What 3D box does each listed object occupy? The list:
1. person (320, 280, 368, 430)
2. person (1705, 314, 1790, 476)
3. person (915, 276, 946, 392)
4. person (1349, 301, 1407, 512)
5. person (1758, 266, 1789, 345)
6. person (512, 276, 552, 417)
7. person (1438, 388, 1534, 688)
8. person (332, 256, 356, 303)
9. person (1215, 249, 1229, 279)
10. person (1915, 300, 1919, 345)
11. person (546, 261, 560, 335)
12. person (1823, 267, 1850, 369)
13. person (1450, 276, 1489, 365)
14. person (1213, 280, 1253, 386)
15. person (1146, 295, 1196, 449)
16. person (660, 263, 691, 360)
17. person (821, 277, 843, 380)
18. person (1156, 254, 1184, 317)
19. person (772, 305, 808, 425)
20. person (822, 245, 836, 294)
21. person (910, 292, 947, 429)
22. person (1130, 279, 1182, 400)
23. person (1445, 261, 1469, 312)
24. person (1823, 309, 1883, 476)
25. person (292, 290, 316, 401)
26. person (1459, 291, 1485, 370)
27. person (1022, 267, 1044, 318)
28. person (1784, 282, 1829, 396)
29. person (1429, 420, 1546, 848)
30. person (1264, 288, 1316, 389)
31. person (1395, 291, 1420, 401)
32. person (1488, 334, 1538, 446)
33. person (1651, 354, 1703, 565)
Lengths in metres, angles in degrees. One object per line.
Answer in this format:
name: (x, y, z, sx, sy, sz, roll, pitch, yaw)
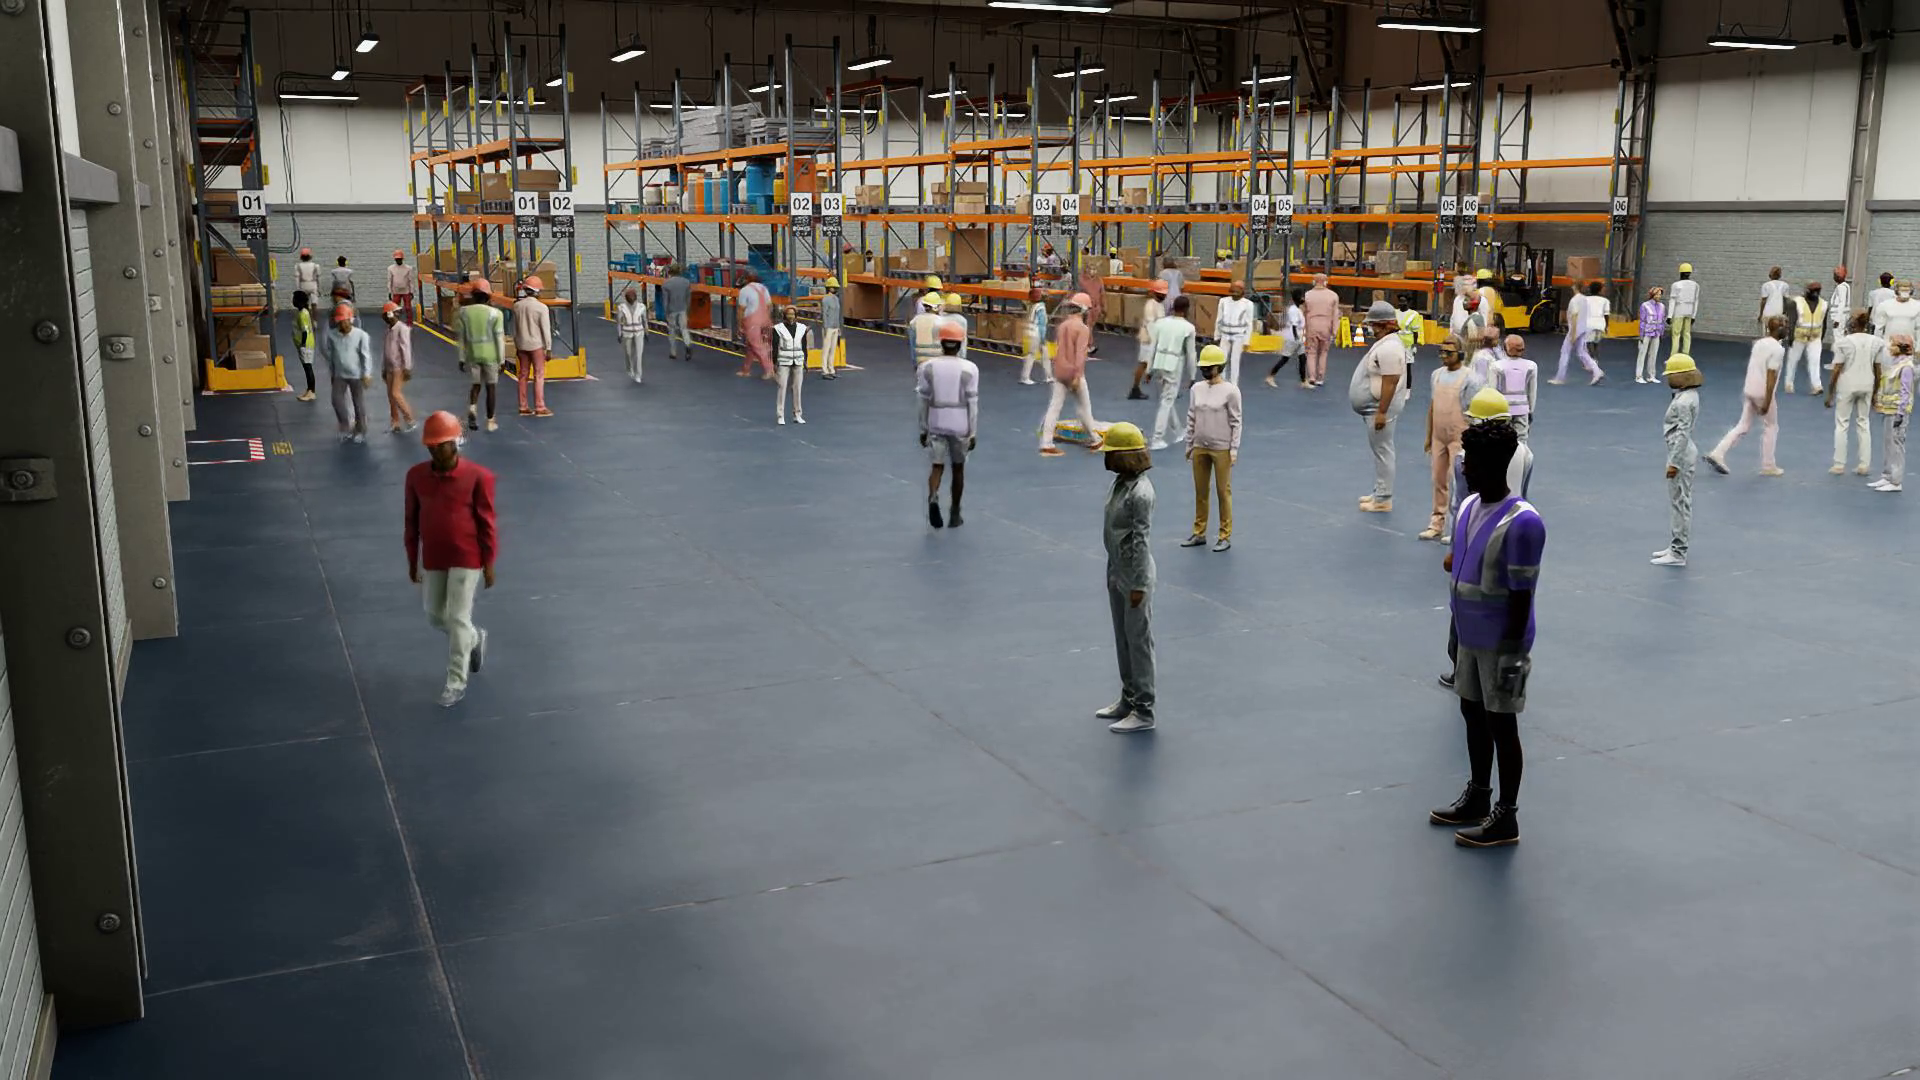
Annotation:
person: (-8.296, -2.520, 22.336, 0.534, 2.000, 0.768, -2, 11, -10)
person: (8.655, -1.574, 18.172, 0.877, 1.801, 0.517, -2, 11, -11)
person: (-0.387, -3.228, 26.354, 0.981, 1.872, 0.611, 9, 14, 39)
person: (4.044, -1.300, 16.139, 0.535, 2.000, 0.688, 3, 12, 15)
person: (15.781, -4.381, 32.295, 0.517, 1.843, 0.325, 1, 11, 3)
person: (-6.057, -2.741, 23.628, 0.623, 1.981, 0.418, 5, 12, 23)
person: (3.157, 0.000, 10.055, 0.586, 1.835, 0.403, -7, 13, -30)
person: (-14.723, -5.855, 39.742, 0.524, 1.863, 0.312, -2, 11, -11)
person: (7.741, -7.691, 49.222, 0.473, 1.798, 0.635, 7, 13, 33)
person: (15.606, -3.262, 26.602, 0.607, 1.843, 0.698, 1, 11, 6)
person: (-9.687, -5.710, 39.314, 0.493, 1.741, 0.310, 4, 12, 21)
person: (16.229, -4.092, 30.725, 0.362, 1.886, 0.575, 7, 13, 30)
person: (7.816, -3.116, 25.712, 0.409, 1.906, 0.651, -8, 13, -34)
person: (4.205, -3.104, 25.776, 0.661, 1.855, 0.491, 6, 13, 30)
person: (2.681, -2.075, 20.506, 0.955, 1.867, 0.605, -10, 15, -41)
person: (-5.522, -4.457, 32.520, 0.632, 1.920, 0.844, -6, 12, -26)
person: (-2.225, -3.676, 28.913, 0.328, 1.769, 0.526, 5, 12, 24)
person: (4.414, -5.124, 35.572, 0.705, 2.000, 1.005, -5, 12, -25)
person: (-2.317, -2.391, 22.715, 0.522, 1.636, 0.310, -6, 13, -27)
person: (-3.874, -7.856, 49.449, 0.616, 2.041, 0.379, 8, 13, 34)
person: (-0.382, -2.383, 22.180, 0.591, 1.829, 0.404, 7, 13, 30)
person: (3.014, -3.049, 25.455, 0.951, 1.868, 0.552, 8, 13, 34)
person: (10.711, -5.065, 35.755, 0.592, 1.850, 0.524, -6, 13, -28)
person: (9.813, -1.605, 18.280, 0.530, 1.830, 0.392, 1, 11, 4)
person: (-10.093, -2.985, 25.573, 0.318, 1.700, 0.535, -5, 12, -23)
person: (6.768, -2.365, 22.034, 0.389, 1.850, 0.566, 4, 12, 20)
person: (1.675, -5.425, 37.958, 0.586, 1.697, 0.908, -3, 12, -15)
person: (13.460, -3.199, 26.445, 0.641, 1.790, 0.977, 2, 11, 8)
person: (2.412, 0.424, 7.601, 0.374, 1.958, 0.599, -3, 11, -13)
person: (5.409, -3.298, 27.246, 0.805, 1.665, 0.531, 6, 13, 28)
person: (6.817, -2.992, 25.639, 0.539, 1.690, 0.319, 9, 14, 39)
person: (5.669, -1.293, 17.123, 0.514, 1.641, 0.307, 0, 11, -1)
person: (5.882, -0.660, 13.662, 0.311, 1.736, 0.484, 6, 13, 28)
